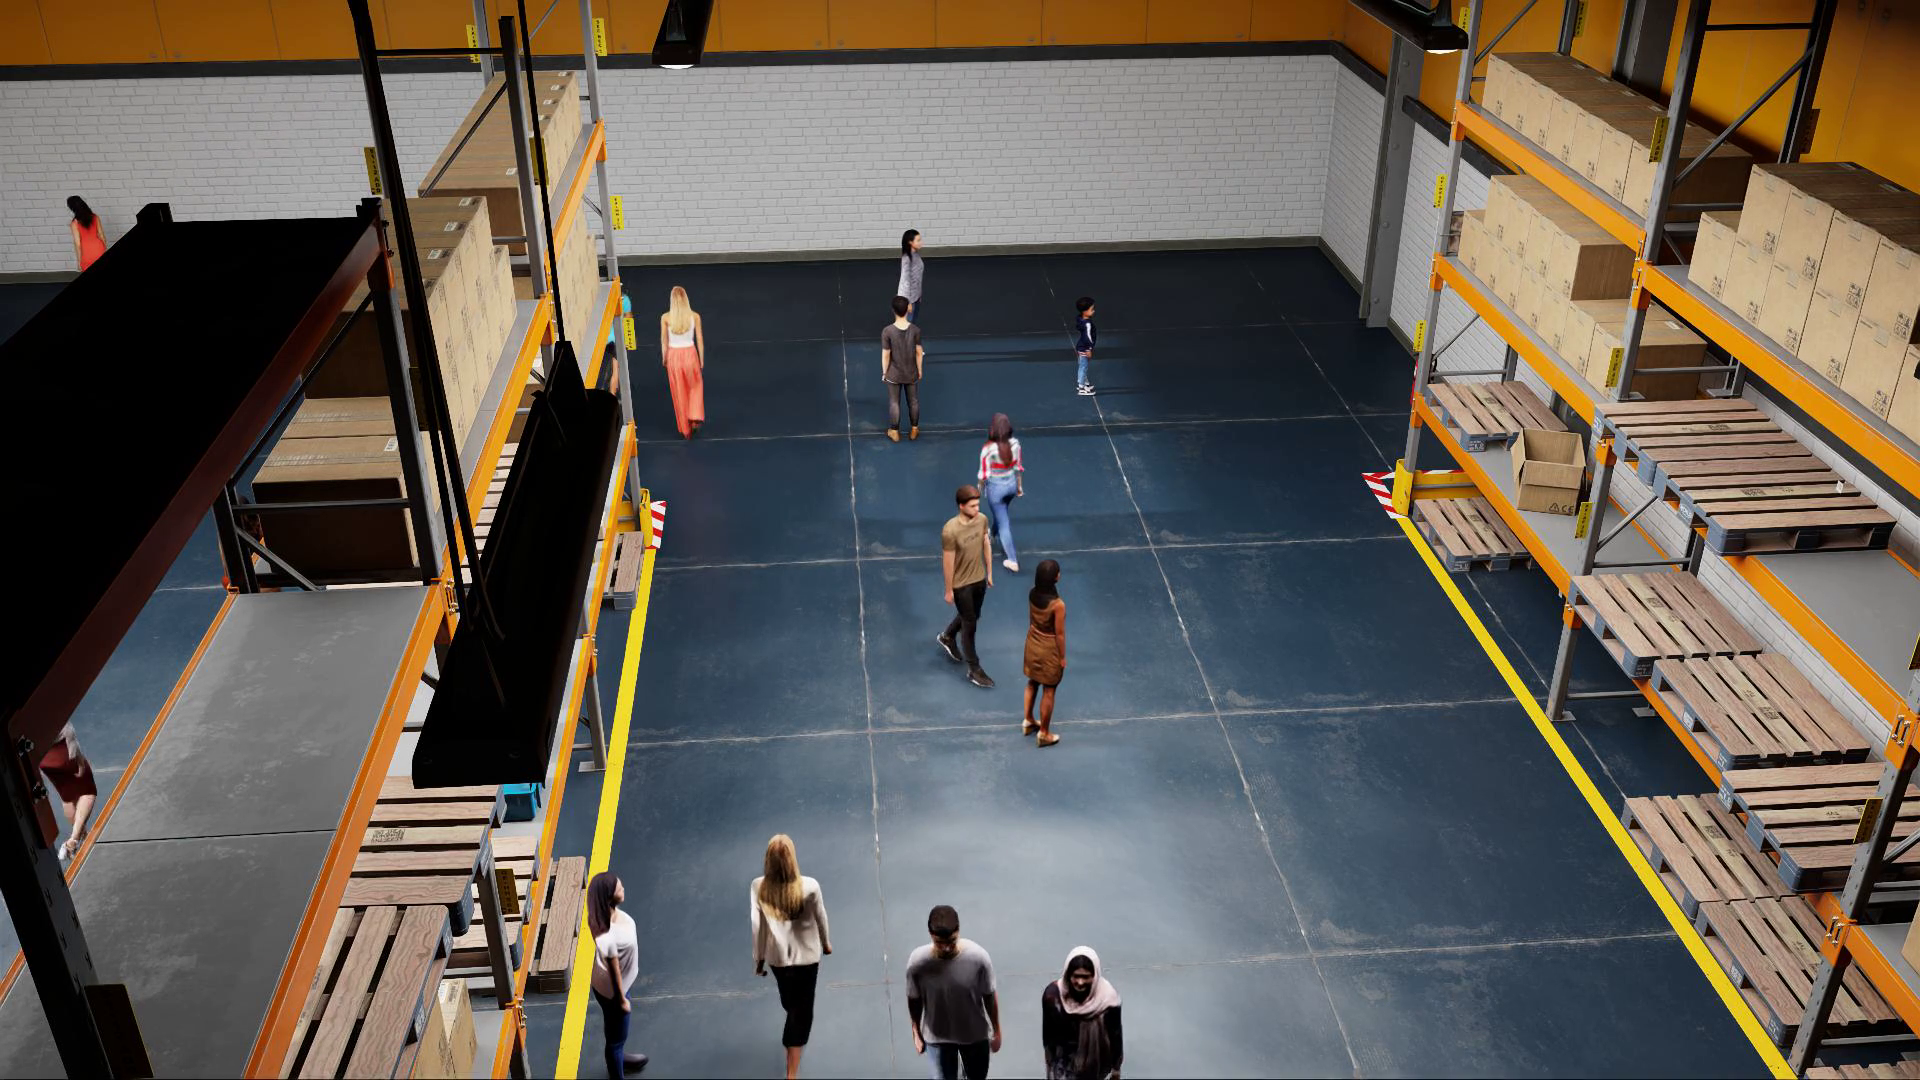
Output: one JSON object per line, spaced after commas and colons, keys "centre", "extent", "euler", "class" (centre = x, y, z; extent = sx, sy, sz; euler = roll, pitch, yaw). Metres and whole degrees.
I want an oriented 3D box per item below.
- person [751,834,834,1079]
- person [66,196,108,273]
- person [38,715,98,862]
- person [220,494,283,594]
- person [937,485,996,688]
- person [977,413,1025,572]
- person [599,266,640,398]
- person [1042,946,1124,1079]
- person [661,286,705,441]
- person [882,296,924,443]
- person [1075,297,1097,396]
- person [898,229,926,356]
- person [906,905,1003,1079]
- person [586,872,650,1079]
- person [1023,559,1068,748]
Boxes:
{"centre": [-1.045, 2.674, 10.300], "extent": [0.805, 1.822, 1.214], "euler": [5, 29, 8], "class": "person"}
{"centre": [-11.611, -3.793, 22.254], "extent": [0.824, 1.729, 0.762], "euler": [23, 36, 35], "class": "person"}
{"centre": [-6.651, 1.682, 12.206], "extent": [0.692, 1.739, 0.787], "euler": [5, 29, 10], "class": "person"}
{"centre": [-6.195, 0.368, 14.636], "extent": [0.758, 1.719, 0.720], "euler": [-13, 31, -22], "class": "person"}
{"centre": [0.019, 0.335, 14.577], "extent": [1.062, 1.833, 1.168], "euler": [-25, 37, -38], "class": "person"}
{"centre": [0.447, -0.446, 16.285], "extent": [0.932, 1.568, 1.156], "euler": [-16, 33, -27], "class": "person"}
{"centre": [-4.072, -2.306, 19.524], "extent": [0.861, 1.732, 1.244], "euler": [5, 29, 9], "class": "person"}
{"centre": [0.725, 3.015, 9.916], "extent": [0.682, 1.590, 1.103], "euler": [0, 29, 0], "class": "person"}
{"centre": [-3.140, -1.969, 18.849], "extent": [0.662, 1.787, 0.783], "euler": [-5, 29, -9], "class": "person"}
{"centre": [-0.654, -1.938, 18.872], "extent": [0.632, 1.711, 0.560], "euler": [-5, 29, -8], "class": "person"}
{"centre": [1.520, -2.368, 20.172], "extent": [0.586, 1.220, 0.436], "euler": [0, 29, -1], "class": "person"}
{"centre": [-0.629, -3.080, 20.947], "extent": [0.729, 1.728, 0.585], "euler": [7, 29, 13], "class": "person"}
{"centre": [-0.030, 2.838, 9.950], "extent": [0.710, 1.869, 0.938], "euler": [-4, 29, -8], "class": "person"}
{"centre": [-2.152, 2.757, 10.295], "extent": [0.687, 1.681, 0.509], "euler": [-7, 29, -12], "class": "person"}
{"centre": [0.698, 0.916, 13.667], "extent": [0.701, 1.683, 0.604], "euler": [-20, 34, -32], "class": "person"}
